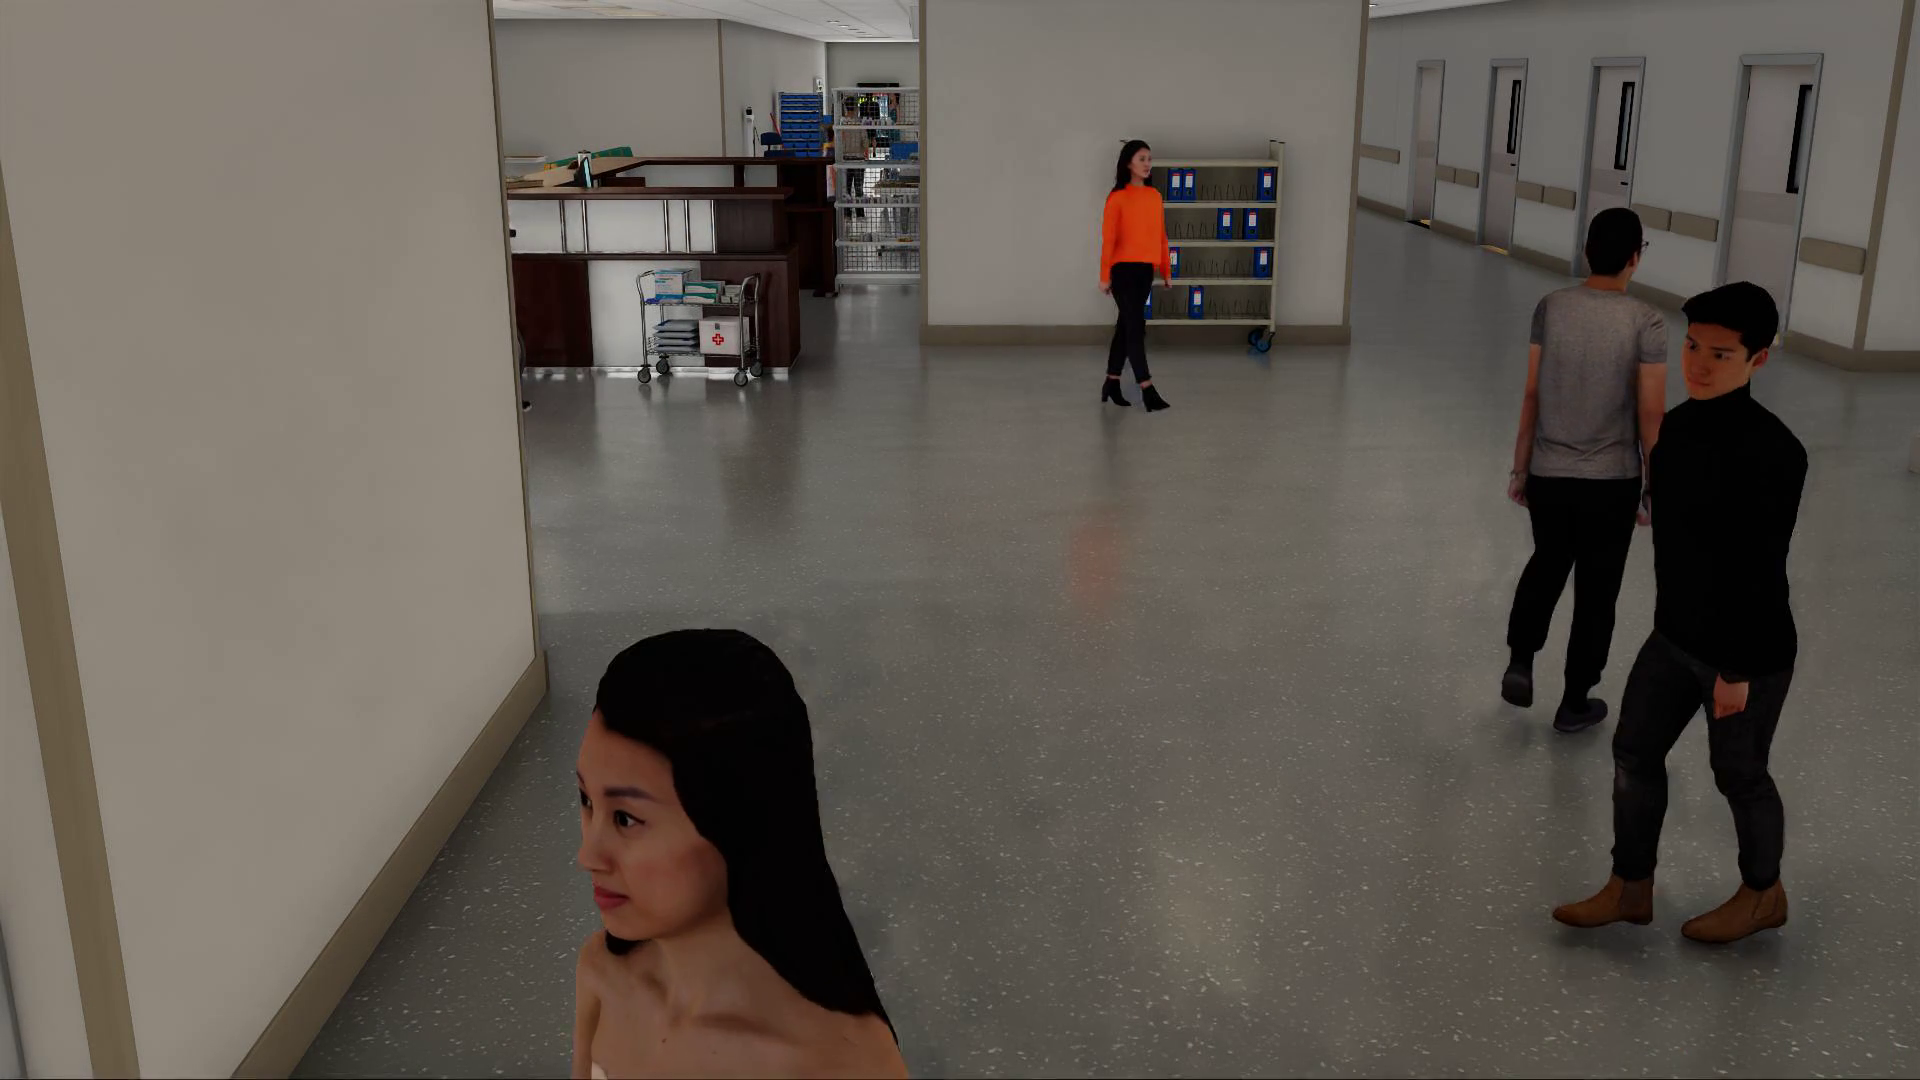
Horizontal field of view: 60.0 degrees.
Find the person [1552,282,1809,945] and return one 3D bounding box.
[{"bbox_3d":[1.917,0.213,4.091,0.930,1.693,0.785,-2,16,-8],"label":"person"}]

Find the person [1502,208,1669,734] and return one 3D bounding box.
[{"bbox_3d":[2.004,-0.193,5.442,0.806,1.740,0.866,15,21,42],"label":"person"}]

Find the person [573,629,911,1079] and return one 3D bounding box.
[{"bbox_3d":[-0.139,0.909,1.618,1.114,1.695,1.027,-14,21,-40],"label":"person"}]

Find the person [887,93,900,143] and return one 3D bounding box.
[{"bbox_3d":[-1.618,-10.085,40.629,0.663,1.687,0.617,-13,20,-39],"label":"person"}]

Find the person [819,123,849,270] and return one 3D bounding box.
[{"bbox_3d":[-1.383,-3.755,18.291,0.620,1.625,0.628,-4,16,-12],"label":"person"}]

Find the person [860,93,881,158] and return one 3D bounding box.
[{"bbox_3d":[-2.342,-10.793,43.169,0.644,1.671,0.808,-4,16,-13],"label":"person"}]

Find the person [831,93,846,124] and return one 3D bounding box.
[{"bbox_3d":[-3.040,-10.391,41.671,0.653,1.710,0.717,15,21,42],"label":"person"}]

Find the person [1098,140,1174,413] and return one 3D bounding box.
[{"bbox_3d":[1.054,-1.708,10.847,0.993,1.724,1.021,-13,20,-38],"label":"person"}]

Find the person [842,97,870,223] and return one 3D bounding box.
[{"bbox_3d":[-1.599,-5.643,24.644,0.597,1.811,0.775,5,16,16],"label":"person"}]
